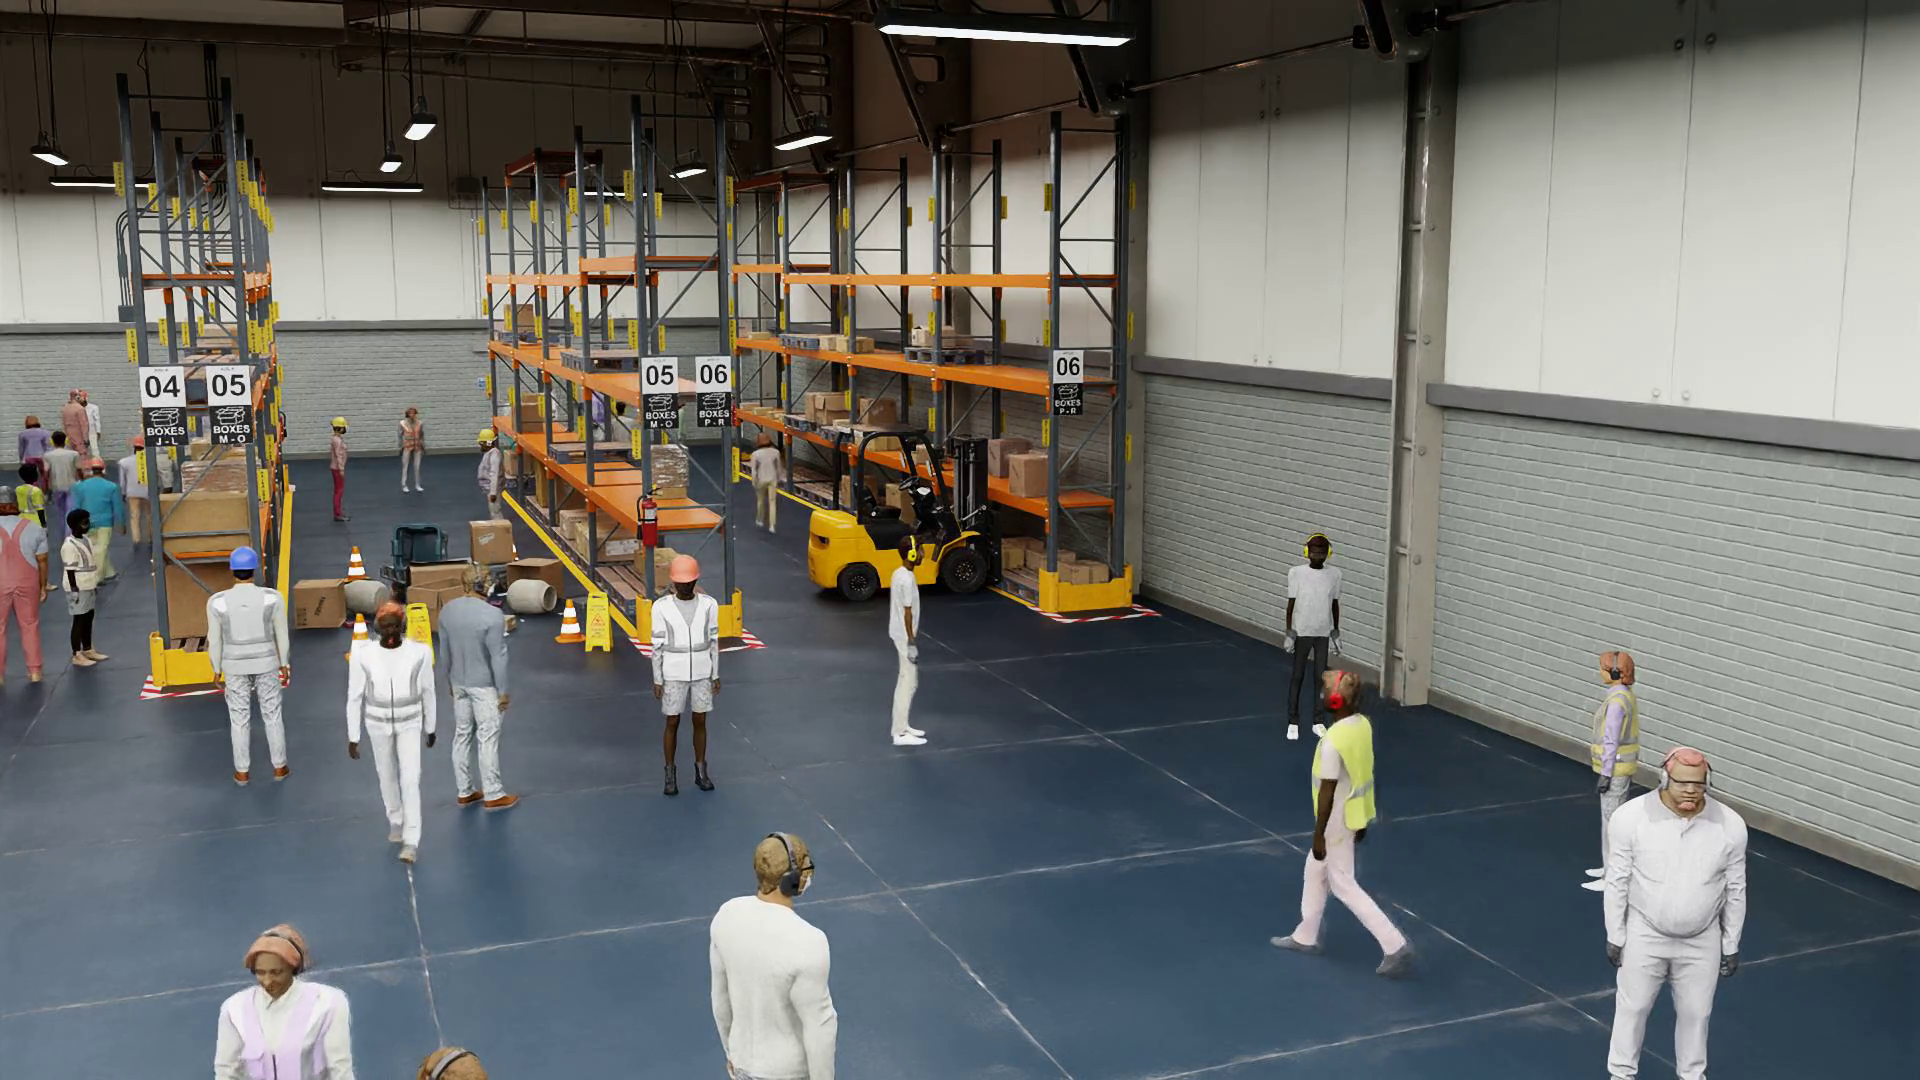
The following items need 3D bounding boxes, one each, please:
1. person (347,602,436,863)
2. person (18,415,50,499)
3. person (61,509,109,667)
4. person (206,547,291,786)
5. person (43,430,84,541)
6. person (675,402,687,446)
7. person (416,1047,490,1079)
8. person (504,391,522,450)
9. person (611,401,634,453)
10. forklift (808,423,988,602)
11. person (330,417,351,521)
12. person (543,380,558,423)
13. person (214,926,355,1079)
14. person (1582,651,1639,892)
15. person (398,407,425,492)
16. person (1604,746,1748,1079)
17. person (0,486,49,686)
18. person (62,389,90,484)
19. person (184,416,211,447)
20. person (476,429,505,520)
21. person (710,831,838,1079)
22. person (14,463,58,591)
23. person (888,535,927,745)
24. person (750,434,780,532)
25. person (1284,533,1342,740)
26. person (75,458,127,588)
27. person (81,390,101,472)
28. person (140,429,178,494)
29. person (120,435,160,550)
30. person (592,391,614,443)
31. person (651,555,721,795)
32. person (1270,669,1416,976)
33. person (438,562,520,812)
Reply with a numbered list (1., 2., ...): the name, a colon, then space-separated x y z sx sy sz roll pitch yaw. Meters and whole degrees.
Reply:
1. person: -4.041 1.347 11.839 0.598 1.827 1.007 -2 9 -15
2. person: -16.869 -1.478 30.321 0.500 1.602 0.746 -6 11 -34
3. person: -9.300 0.502 17.602 0.320 1.686 0.539 -1 9 -7
4. person: -5.762 1.021 13.506 0.605 1.949 0.402 -4 10 -22
5. person: -13.465 -0.740 25.026 0.533 1.822 0.989 -2 9 -14
6. person: -5.849 -2.201 34.822 0.289 1.623 0.500 -2 9 -14
7. person: -1.542 2.419 5.056 0.343 1.839 0.506 2 9 15
8. person: -9.402 -2.347 35.302 0.373 1.756 0.550 8 12 42
9. person: -6.272 -1.637 30.605 0.503 1.826 0.869 -5 11 -31
10. forklift: -0.830 -0.399 21.676 2.313 2.155 1.214 -4 10 -21
11. person: -10.456 -1.197 28.074 0.335 1.757 0.517 -4 10 -25
12. person: -9.033 -2.590 36.485 0.351 1.878 0.568 4 10 22
13. person: -2.627 2.295 6.478 0.548 1.628 0.364 0 9 1
14. person: 4.398 1.549 11.189 0.310 1.631 0.505 5 10 27
15. person: -10.508 -1.740 31.865 0.522 1.636 0.310 -8 12 -41
16. person: 3.453 1.917 8.051 0.641 1.899 0.394 2 9 12
17. person: -9.619 0.444 16.850 0.685 2.000 0.535 -7 12 -38
18. person: -17.378 -2.025 32.816 0.652 1.906 0.402 5 11 31
19. person: -14.687 -1.977 32.193 0.648 1.998 0.779 4 10 26
20. person: -7.102 -0.774 25.211 0.404 1.824 0.598 -4 10 -22
21. person: -0.732 2.112 6.676 0.635 1.937 0.352 8 12 41
22. person: -12.126 -0.164 21.758 0.531 1.697 0.320 5 10 28
23. person: -0.463 0.879 14.707 0.334 1.855 0.531 -2 9 -11
24. person: -3.151 -0.933 26.948 0.505 1.579 0.899 -3 9 -15
25. person: 3.147 0.856 14.815 0.519 1.865 0.326 0 9 -3
26. person: -11.432 -0.239 22.196 0.603 1.693 0.834 0 9 1
27. person: -18.374 -2.280 34.955 0.574 1.738 0.352 -2 9 -11
28. person: -13.106 -1.216 27.342 0.656 2.034 0.414 3 9 16
29. person: -12.417 -0.720 25.188 0.560 1.720 0.840 -3 10 -20
30. person: -7.833 -2.622 36.835 0.626 1.818 0.655 8 12 39
31. person: -2.171 1.067 13.260 0.552 1.933 0.368 -4 10 -22
32. person: 2.305 1.665 9.882 0.874 1.813 0.579 5 10 30
33. person: -3.734 1.132 12.852 0.628 1.936 0.375 5 10 27
